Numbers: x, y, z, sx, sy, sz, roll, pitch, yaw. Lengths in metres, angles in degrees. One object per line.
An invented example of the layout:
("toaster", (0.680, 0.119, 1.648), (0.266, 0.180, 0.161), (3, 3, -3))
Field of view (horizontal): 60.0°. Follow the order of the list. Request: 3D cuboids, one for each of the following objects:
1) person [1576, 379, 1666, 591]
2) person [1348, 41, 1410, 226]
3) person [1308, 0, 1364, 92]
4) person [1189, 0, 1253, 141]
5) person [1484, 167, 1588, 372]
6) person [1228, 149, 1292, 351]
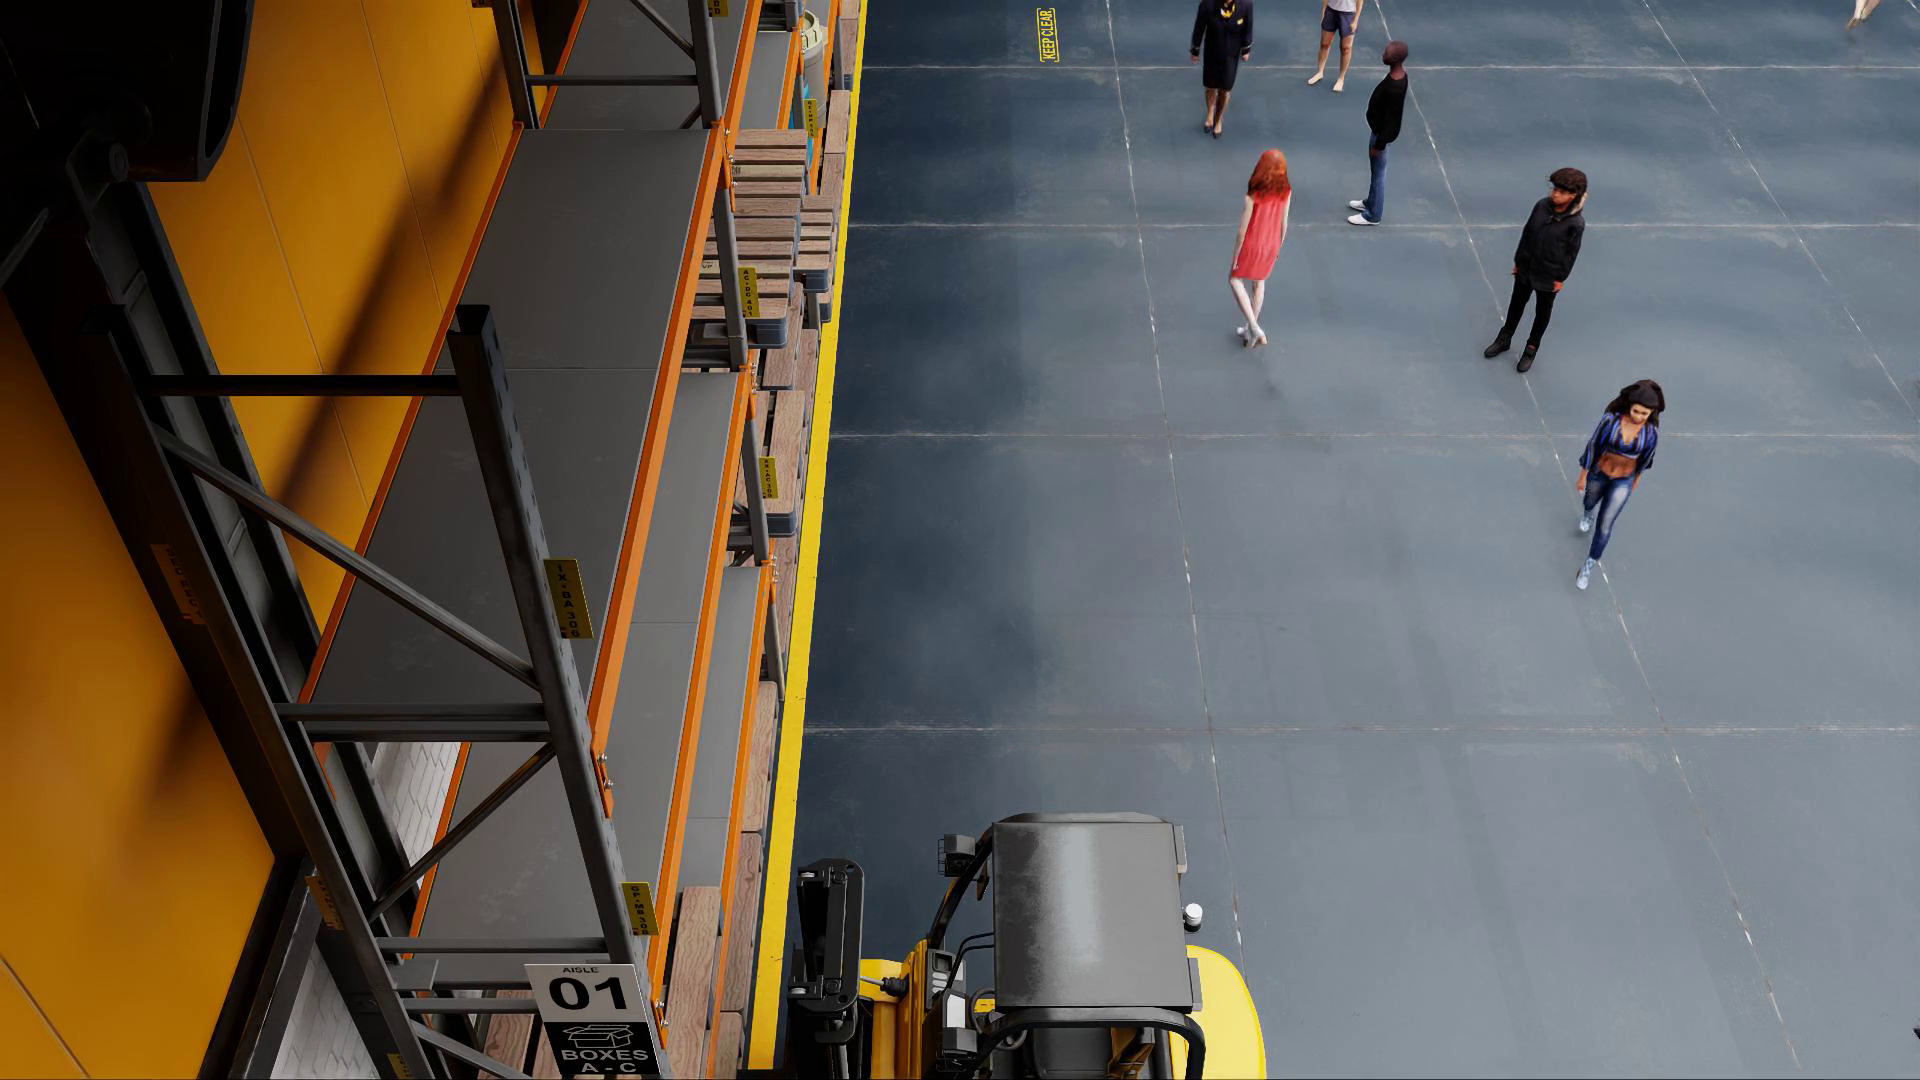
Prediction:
("person", (4.533, -0.480, 11.600), (0.916, 1.579, 1.140), (19, 47, 19))
("person", (3.767, -3.617, 14.770), (0.702, 1.750, 0.547), (10, 44, 10))
("person", (3.820, -5.286, 16.655), (0.652, 1.564, 0.688), (26, 50, 25))
("person", (2.516, -4.697, 15.972), (0.783, 1.655, 0.738), (8, 44, 9))
("person", (4.638, -2.184, 13.243), (0.790, 1.781, 0.729), (-34, 53, -30))
("person", (2.413, -2.246, 13.285), (0.748, 1.813, 0.841), (-14, 45, -14))
